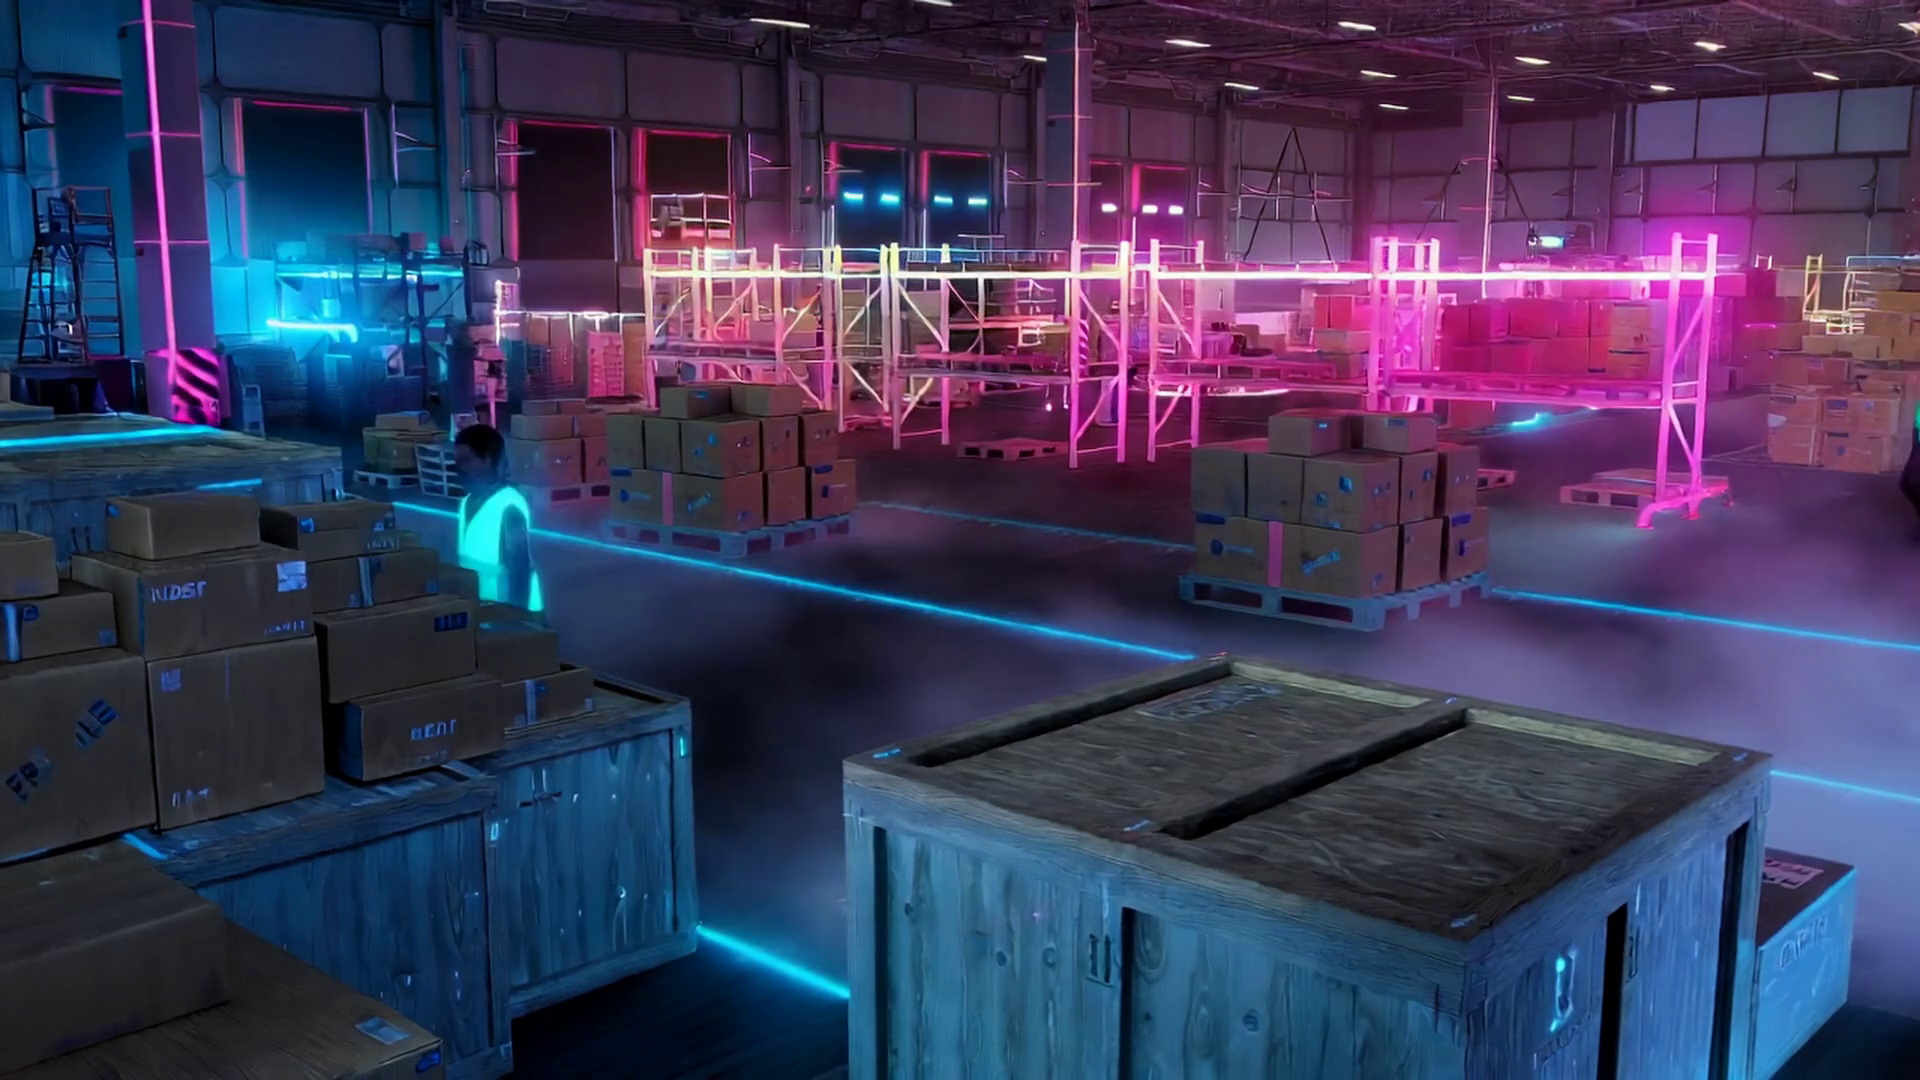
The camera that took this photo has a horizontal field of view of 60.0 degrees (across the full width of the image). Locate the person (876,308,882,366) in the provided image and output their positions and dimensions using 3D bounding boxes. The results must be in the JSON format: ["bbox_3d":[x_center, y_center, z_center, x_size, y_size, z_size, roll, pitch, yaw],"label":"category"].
[{"bbox_3d":[-2.070,-5.363,44.255,0.323,1.631,0.523,0,9,1],"label":"person"}]

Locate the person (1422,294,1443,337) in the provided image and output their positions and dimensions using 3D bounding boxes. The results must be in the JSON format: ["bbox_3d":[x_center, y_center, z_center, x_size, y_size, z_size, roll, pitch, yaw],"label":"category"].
[{"bbox_3d":[14.700,-6.730,51.764,0.630,1.923,0.510,4,10,22],"label":"person"}]

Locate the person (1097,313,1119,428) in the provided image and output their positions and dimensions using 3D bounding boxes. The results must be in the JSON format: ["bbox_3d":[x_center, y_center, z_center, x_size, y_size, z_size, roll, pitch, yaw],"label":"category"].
[{"bbox_3d":[2.487,-2.836,27.846,0.363,1.928,0.587,-1,9,-7],"label":"person"}]

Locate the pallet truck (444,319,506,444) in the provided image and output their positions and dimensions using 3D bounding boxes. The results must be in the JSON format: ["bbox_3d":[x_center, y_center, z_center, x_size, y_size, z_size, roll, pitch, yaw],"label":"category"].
[{"bbox_3d":[-6.981,-1.942,22.150,1.885,1.965,0.823,1,9,9],"label":"pallet truck"}]

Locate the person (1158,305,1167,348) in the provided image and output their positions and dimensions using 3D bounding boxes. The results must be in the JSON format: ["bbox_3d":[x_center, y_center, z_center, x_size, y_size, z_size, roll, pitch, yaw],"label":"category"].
[{"bbox_3d":[5.504,-5.695,46.203,0.539,1.659,0.857,6,11,33],"label":"person"}]

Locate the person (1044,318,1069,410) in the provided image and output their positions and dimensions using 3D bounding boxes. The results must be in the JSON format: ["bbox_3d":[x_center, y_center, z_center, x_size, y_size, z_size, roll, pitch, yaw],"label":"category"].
[{"bbox_3d":[1.834,-3.327,31.435,0.484,1.739,0.319,-2,9,-11],"label":"person"}]

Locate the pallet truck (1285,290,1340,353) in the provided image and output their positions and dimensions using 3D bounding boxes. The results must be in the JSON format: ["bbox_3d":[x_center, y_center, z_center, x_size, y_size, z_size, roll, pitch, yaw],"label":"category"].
[{"bbox_3d":[11.297,-6.951,52.861,1.885,1.965,0.823,-5,11,-29],"label":"pallet truck"}]

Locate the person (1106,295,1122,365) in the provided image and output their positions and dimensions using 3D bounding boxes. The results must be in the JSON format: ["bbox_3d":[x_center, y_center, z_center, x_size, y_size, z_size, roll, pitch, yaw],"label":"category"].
[{"bbox_3d":[4.276,-5.744,45.657,0.549,1.932,0.375,0,9,1],"label":"person"}]

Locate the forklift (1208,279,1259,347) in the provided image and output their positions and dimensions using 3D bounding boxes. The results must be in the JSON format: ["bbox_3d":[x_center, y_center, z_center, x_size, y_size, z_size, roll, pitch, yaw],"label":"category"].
[{"bbox_3d":[7.277,-6.285,46.082,1.873,2.768,1.129,9,13,43],"label":"forklift"}]

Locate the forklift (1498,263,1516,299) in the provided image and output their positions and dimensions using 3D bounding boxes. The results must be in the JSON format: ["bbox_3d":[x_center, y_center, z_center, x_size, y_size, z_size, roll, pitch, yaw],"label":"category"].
[{"bbox_3d":[15.200,-6.325,46.322,1.873,2.768,1.129,2,10,15],"label":"forklift"}]

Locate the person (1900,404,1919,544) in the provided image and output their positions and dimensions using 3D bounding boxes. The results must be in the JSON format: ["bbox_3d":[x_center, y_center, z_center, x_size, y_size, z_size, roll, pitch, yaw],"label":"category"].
[{"bbox_3d":[9.344,-0.871,15.994,0.413,1.872,0.577,0,9,0],"label":"person"}]

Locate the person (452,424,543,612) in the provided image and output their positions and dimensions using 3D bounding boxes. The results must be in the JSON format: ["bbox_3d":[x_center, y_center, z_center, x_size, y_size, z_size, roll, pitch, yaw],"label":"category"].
[{"bbox_3d":[-2.316,0.395,8.198,0.466,1.922,0.637,-7,12,-39],"label":"person"}]
